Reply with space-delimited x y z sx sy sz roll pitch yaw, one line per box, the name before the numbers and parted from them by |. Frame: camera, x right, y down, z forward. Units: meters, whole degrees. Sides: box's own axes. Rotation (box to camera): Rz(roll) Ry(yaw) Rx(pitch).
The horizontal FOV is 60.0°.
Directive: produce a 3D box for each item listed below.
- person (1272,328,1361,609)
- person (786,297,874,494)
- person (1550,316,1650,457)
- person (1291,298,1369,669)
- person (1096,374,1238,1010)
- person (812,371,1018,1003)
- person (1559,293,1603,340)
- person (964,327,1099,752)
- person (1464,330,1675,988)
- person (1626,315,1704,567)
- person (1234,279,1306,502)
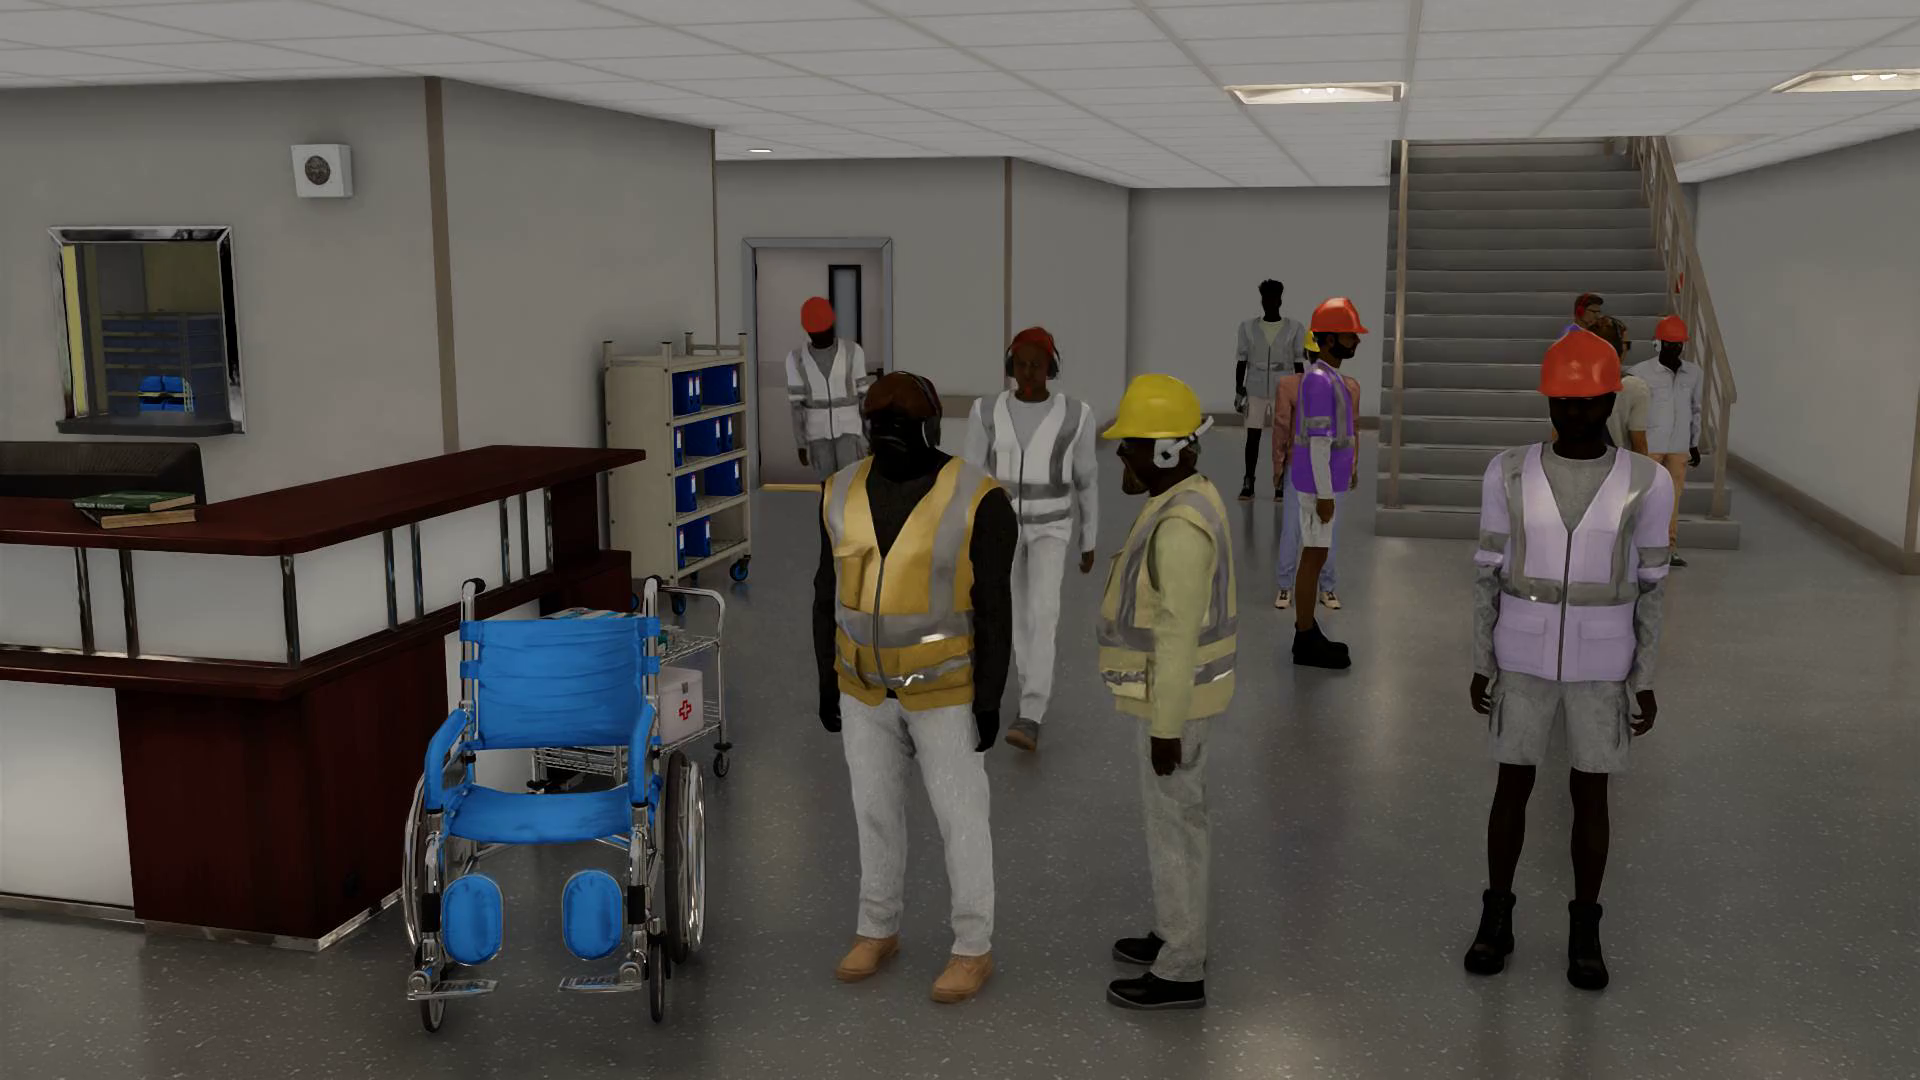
person | 2.170 -0.444 10.145 0.533 1.765 0.329 0 10 3
person | -0.879 -0.714 11.364 0.597 1.890 0.527 0 10 -1
person | 3.368 -0.257 8.807 0.507 1.842 0.351 8 12 38
person | 1.940 -0.303 8.794 0.371 1.939 0.543 3 10 15
person | 0.594 0.435 4.806 0.403 1.824 0.598 1 10 8
person | -0.147 0.425 4.842 0.625 1.834 0.431 4 11 25
person | 5.380 -1.235 14.584 0.389 1.837 0.563 6 11 32
person | 0.278 -0.004 7.318 0.575 1.833 0.990 3 10 18
person | 1.783 0.357 4.911 0.543 1.939 0.360 4 10 22
person | 4.882 -0.677 11.538 0.573 1.750 0.332 -1 10 -7
person | 2.727 -1.315 14.673 0.613 1.963 0.362 3 10 15
